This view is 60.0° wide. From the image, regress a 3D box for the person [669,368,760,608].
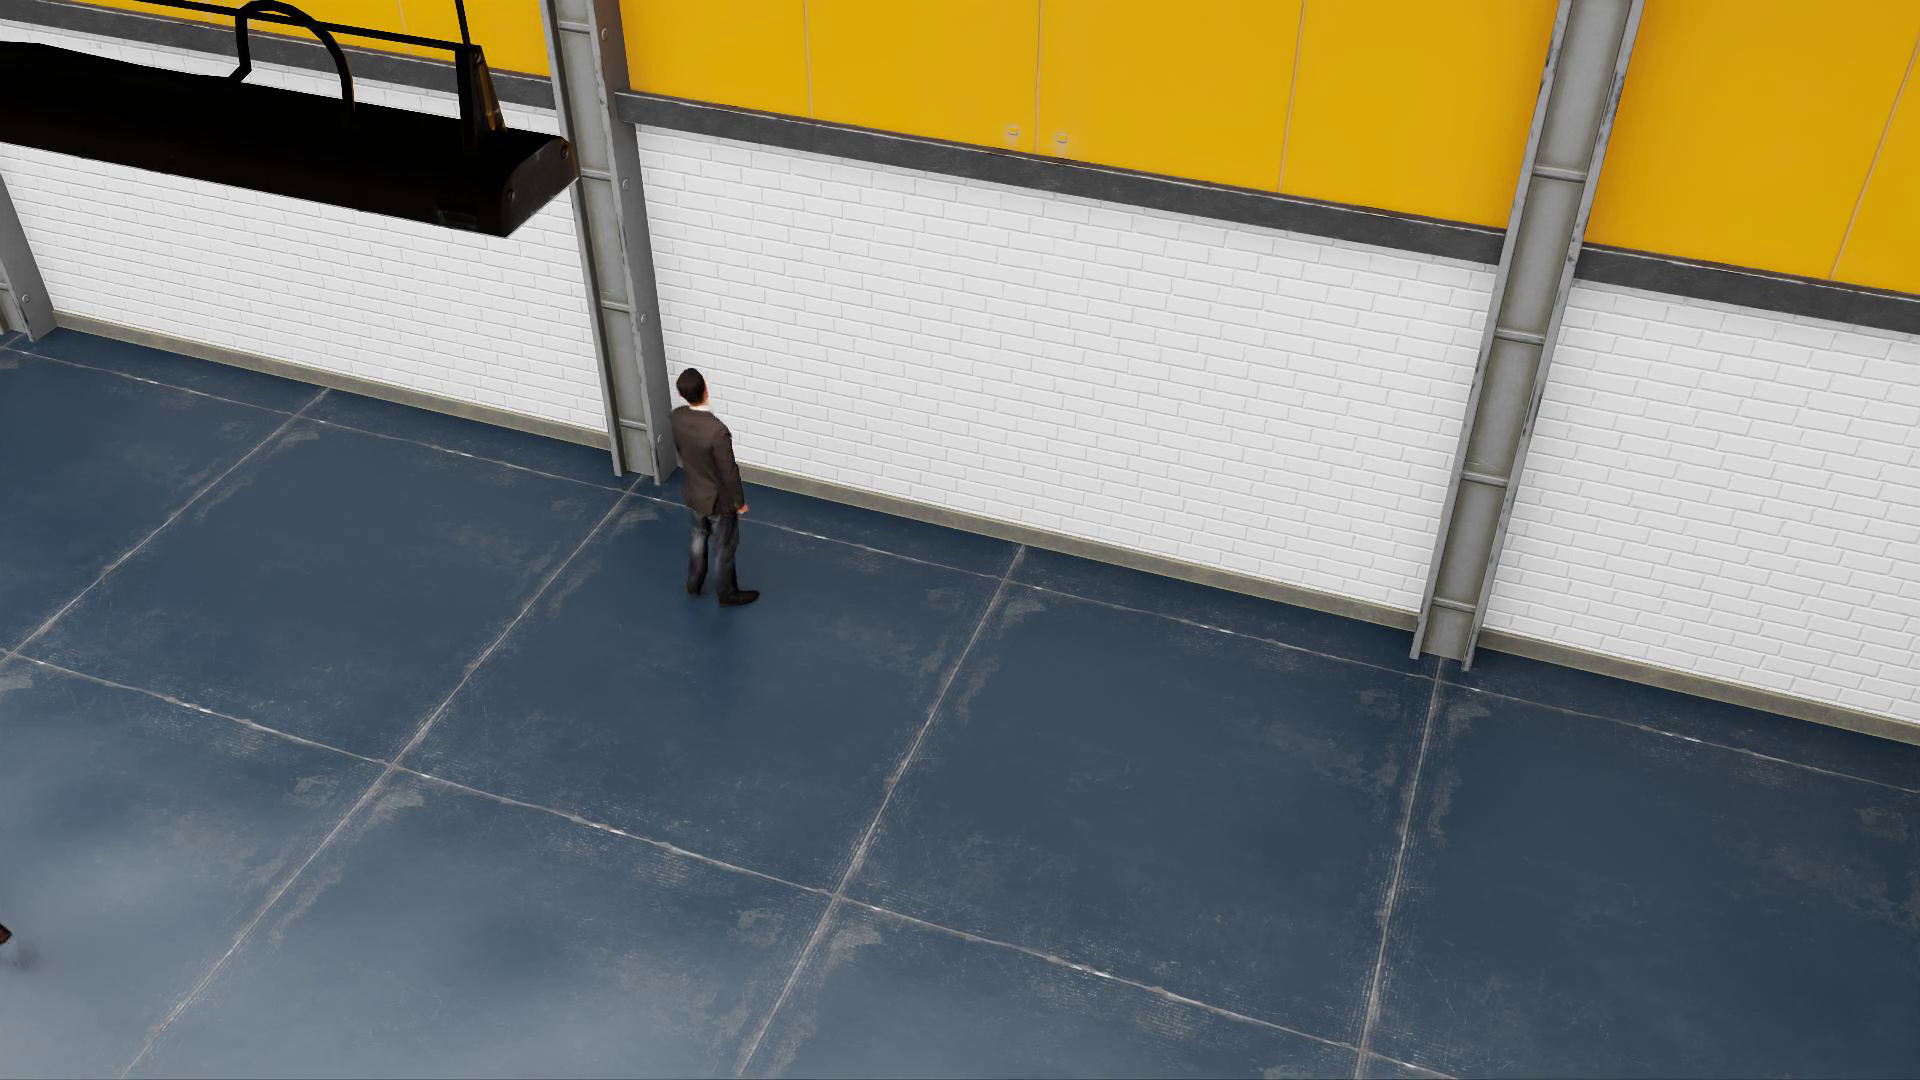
[{"bbox_3d":[-1.695,-0.324,11.043,0.873,1.788,0.697,-25,45,-28],"label":"person"}]
